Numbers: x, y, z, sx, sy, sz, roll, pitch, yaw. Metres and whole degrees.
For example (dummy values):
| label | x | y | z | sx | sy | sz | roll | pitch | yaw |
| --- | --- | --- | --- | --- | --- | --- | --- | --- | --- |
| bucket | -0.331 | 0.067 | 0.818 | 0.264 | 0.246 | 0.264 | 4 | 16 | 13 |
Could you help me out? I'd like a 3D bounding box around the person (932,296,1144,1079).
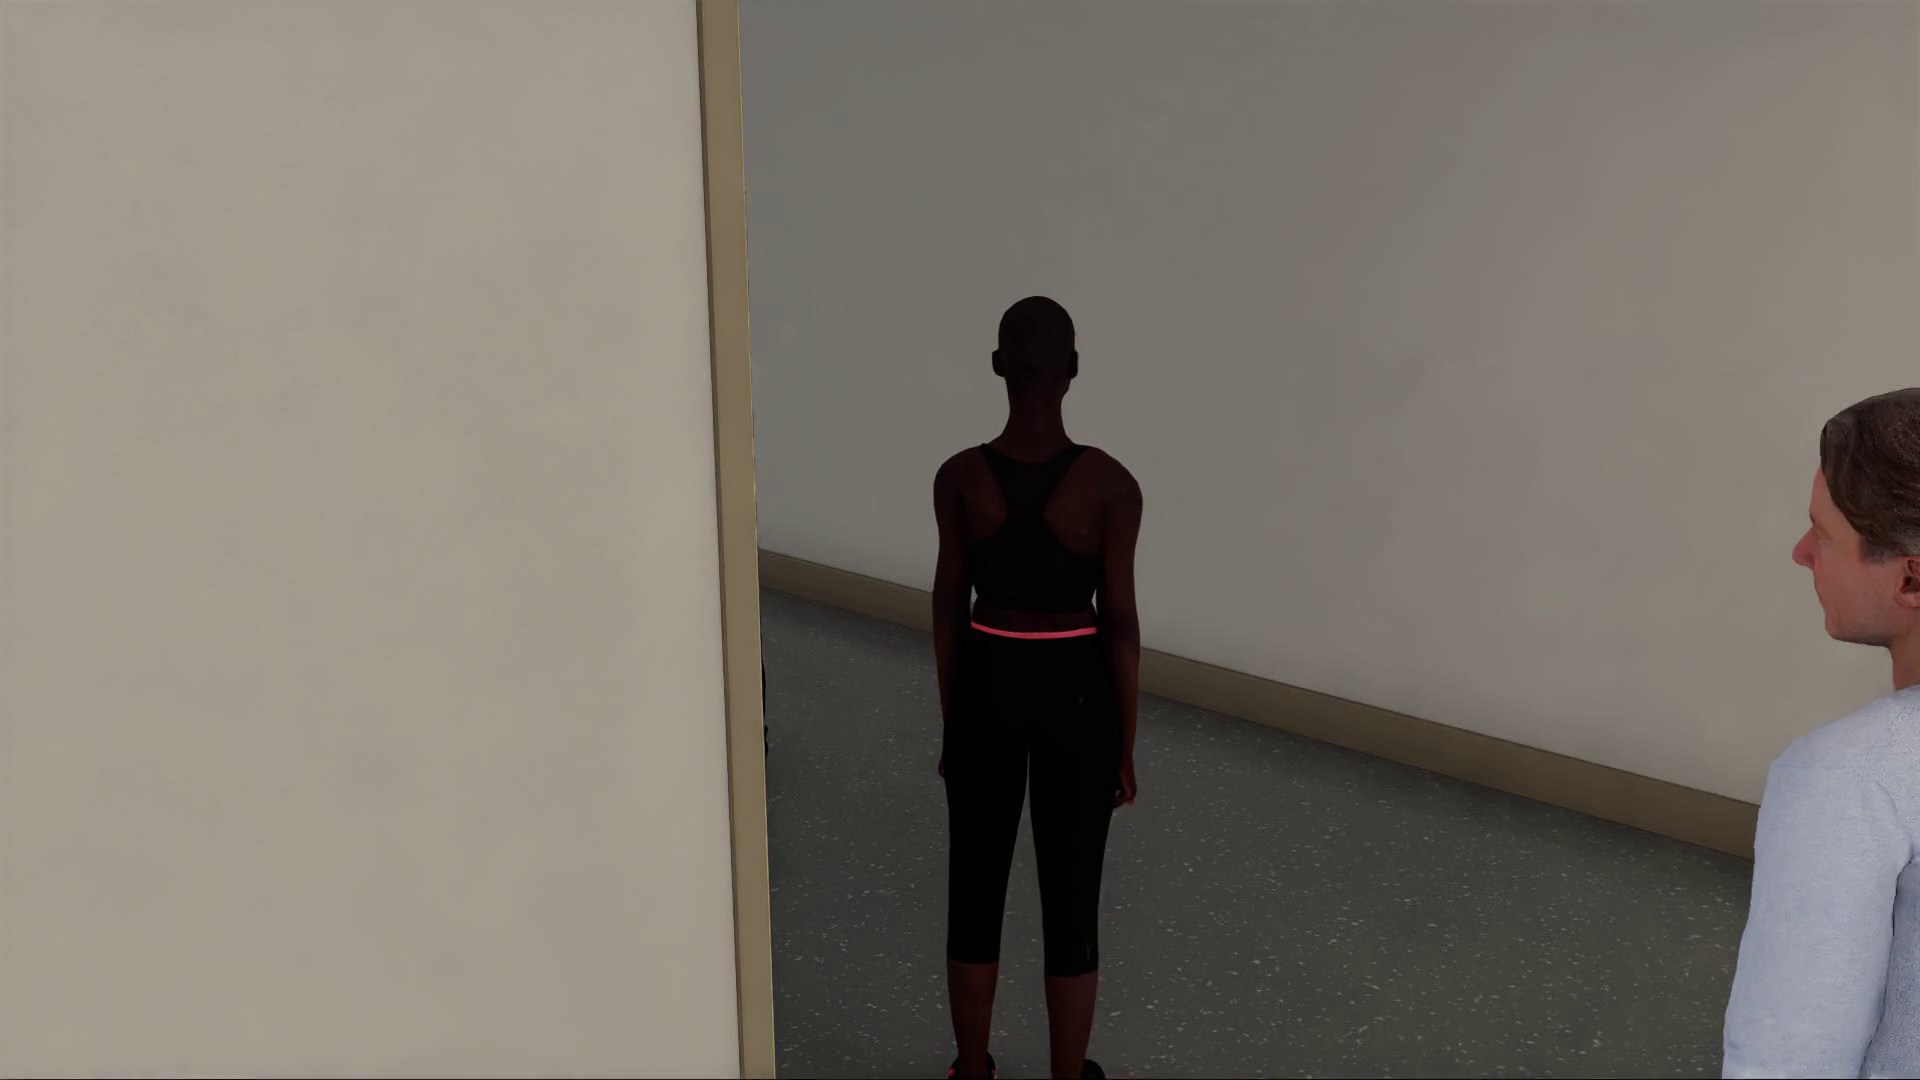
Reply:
| label | x | y | z | sx | sy | sz | roll | pitch | yaw |
| --- | --- | --- | --- | --- | --- | --- | --- | --- | --- |
| person | 0.138 | 0.389 | 3.356 | 0.655 | 1.755 | 0.666 | 3 | 16 | 11 |
